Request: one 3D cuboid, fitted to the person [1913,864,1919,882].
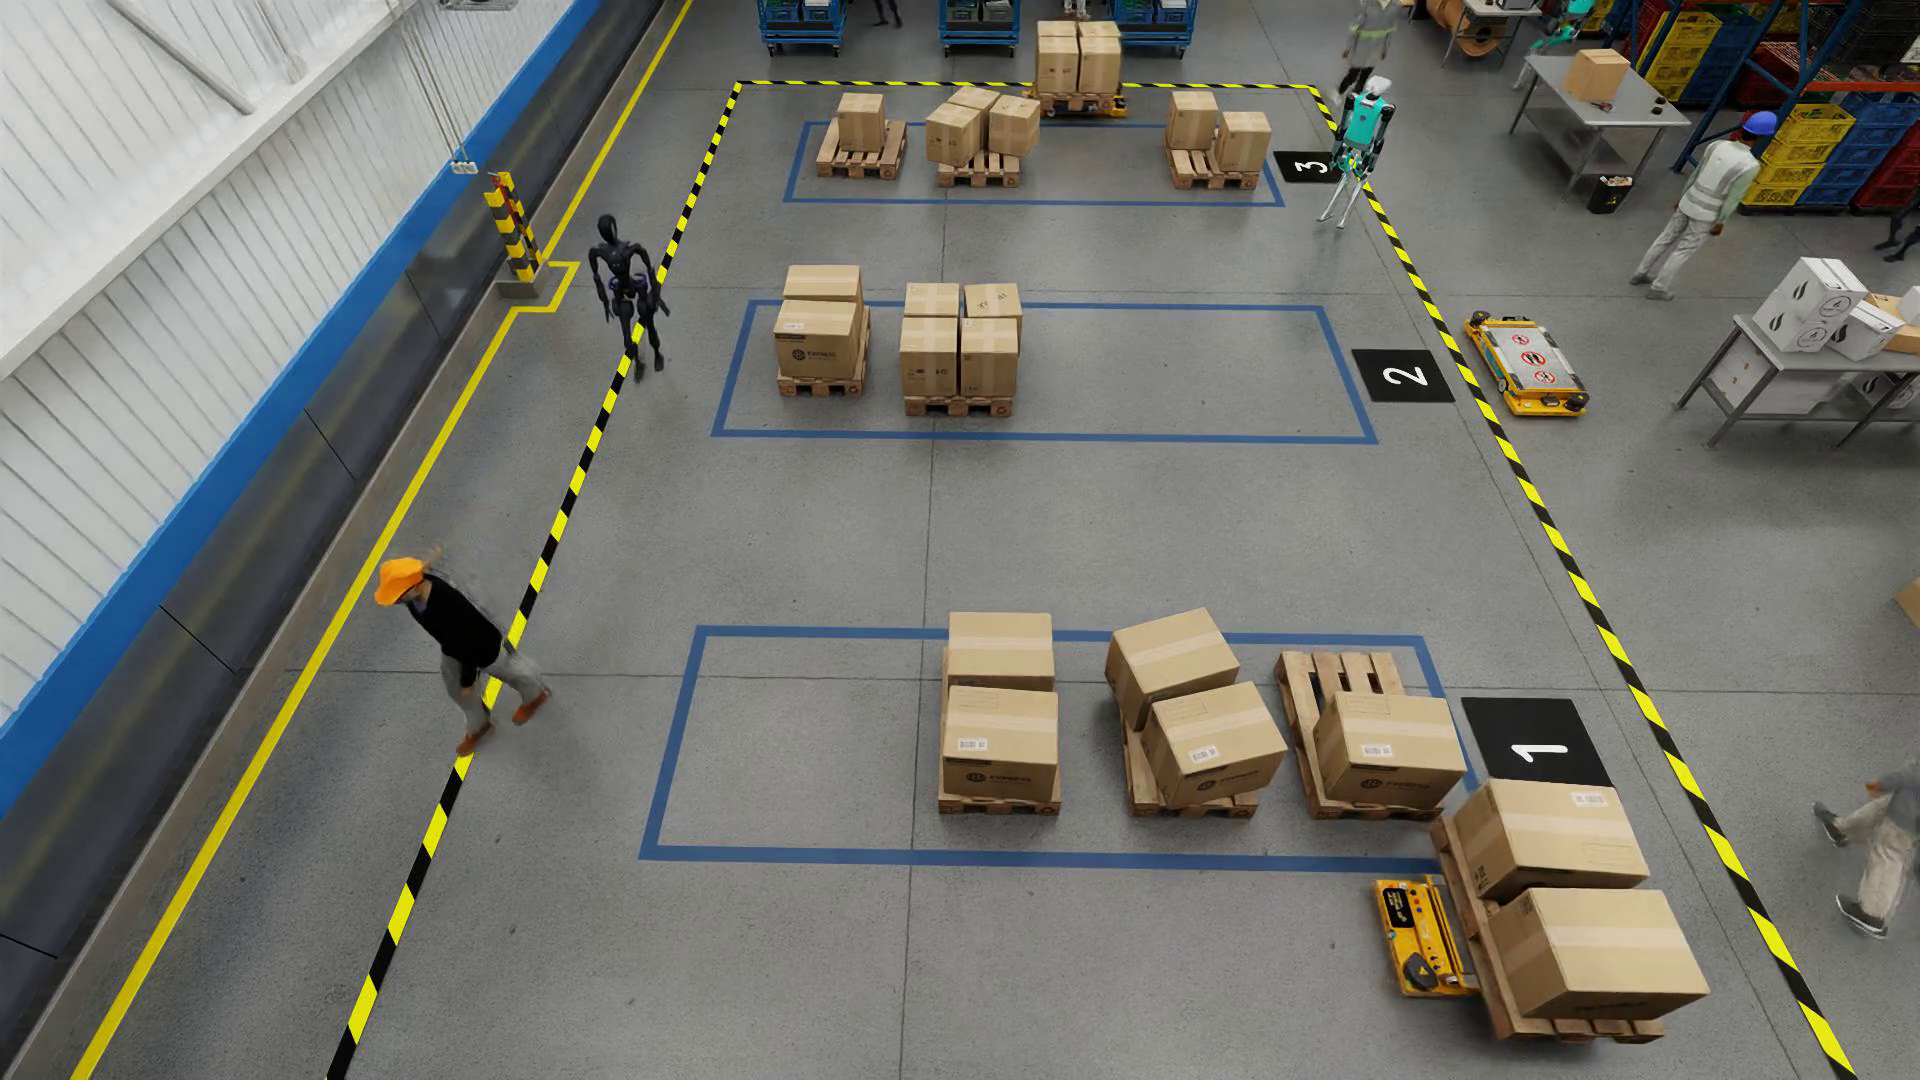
[{"bbox_3d":[6.290,1.600,5.110,0.591,1.837,0.404,-6,49,-5],"label":"person"}]

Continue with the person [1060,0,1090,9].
[{"bbox_3d":[1.942,-9.707,14.845,0.639,1.928,0.381,-26,54,-21],"label":"person"}]

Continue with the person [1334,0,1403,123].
[{"bbox_3d":[5.409,-6.556,12.167,0.607,1.838,0.504,-2,49,-1],"label":"person"}]

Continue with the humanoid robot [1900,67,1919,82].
[{"bbox_3d":[13.939,-7.042,12.732,0.588,1.618,0.828,7,49,6],"label":"humanoid robot"}]

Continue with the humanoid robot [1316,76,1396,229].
[{"bbox_3d":[4.483,-4.350,10.242,0.533,1.672,0.735,33,57,25],"label":"humanoid robot"}]

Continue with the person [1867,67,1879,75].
[{"bbox_3d":[13.794,-7.820,13.171,0.621,1.978,1.063,15,51,13],"label":"person"}]

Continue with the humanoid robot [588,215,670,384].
[{"bbox_3d":[-3.039,-2.222,8.527,0.600,1.650,0.515,-7,50,-6],"label":"humanoid robot"}]

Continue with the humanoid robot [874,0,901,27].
[{"bbox_3d":[-1.232,-8.912,14.316,0.610,1.633,0.433,21,52,17],"label":"humanoid robot"}]

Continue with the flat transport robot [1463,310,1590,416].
[{"bbox_3d":[5.573,-1.757,9.054,0.659,0.231,1.431,1,49,1],"label":"flat transport robot"}]

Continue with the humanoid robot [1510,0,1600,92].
[{"bbox_3d":[8.321,-7.162,12.765,0.544,1.771,0.795,-4,49,-3],"label":"humanoid robot"}]

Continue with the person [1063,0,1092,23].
[{"bbox_3d":[1.907,-9.222,14.474,0.429,1.846,0.625,-35,57,-26],"label":"person"}]

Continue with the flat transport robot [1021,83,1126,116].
[{"bbox_3d":[1.588,-6.208,12.889,1.431,0.197,0.652,1,49,1],"label":"flat transport robot"}]

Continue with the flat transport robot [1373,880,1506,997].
[{"bbox_3d":[3.302,2.359,5.473,1.431,0.197,0.652,1,49,1],"label":"flat transport robot"}]

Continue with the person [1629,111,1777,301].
[{"bbox_3d":[7.591,-3.388,9.364,0.419,1.940,0.612,-6,49,-5],"label":"person"}]

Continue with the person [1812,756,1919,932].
[{"bbox_3d":[5.612,1.559,5.214,0.569,1.731,0.854,2,49,2],"label":"person"}]

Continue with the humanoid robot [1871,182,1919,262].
[{"bbox_3d":[10.623,-3.768,9.860,0.341,1.656,0.590,-6,49,-5],"label":"humanoid robot"}]

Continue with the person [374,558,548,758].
[{"bbox_3d":[-3.207,0.774,5.814,0.580,1.851,0.808,22,53,18],"label":"person"}]
